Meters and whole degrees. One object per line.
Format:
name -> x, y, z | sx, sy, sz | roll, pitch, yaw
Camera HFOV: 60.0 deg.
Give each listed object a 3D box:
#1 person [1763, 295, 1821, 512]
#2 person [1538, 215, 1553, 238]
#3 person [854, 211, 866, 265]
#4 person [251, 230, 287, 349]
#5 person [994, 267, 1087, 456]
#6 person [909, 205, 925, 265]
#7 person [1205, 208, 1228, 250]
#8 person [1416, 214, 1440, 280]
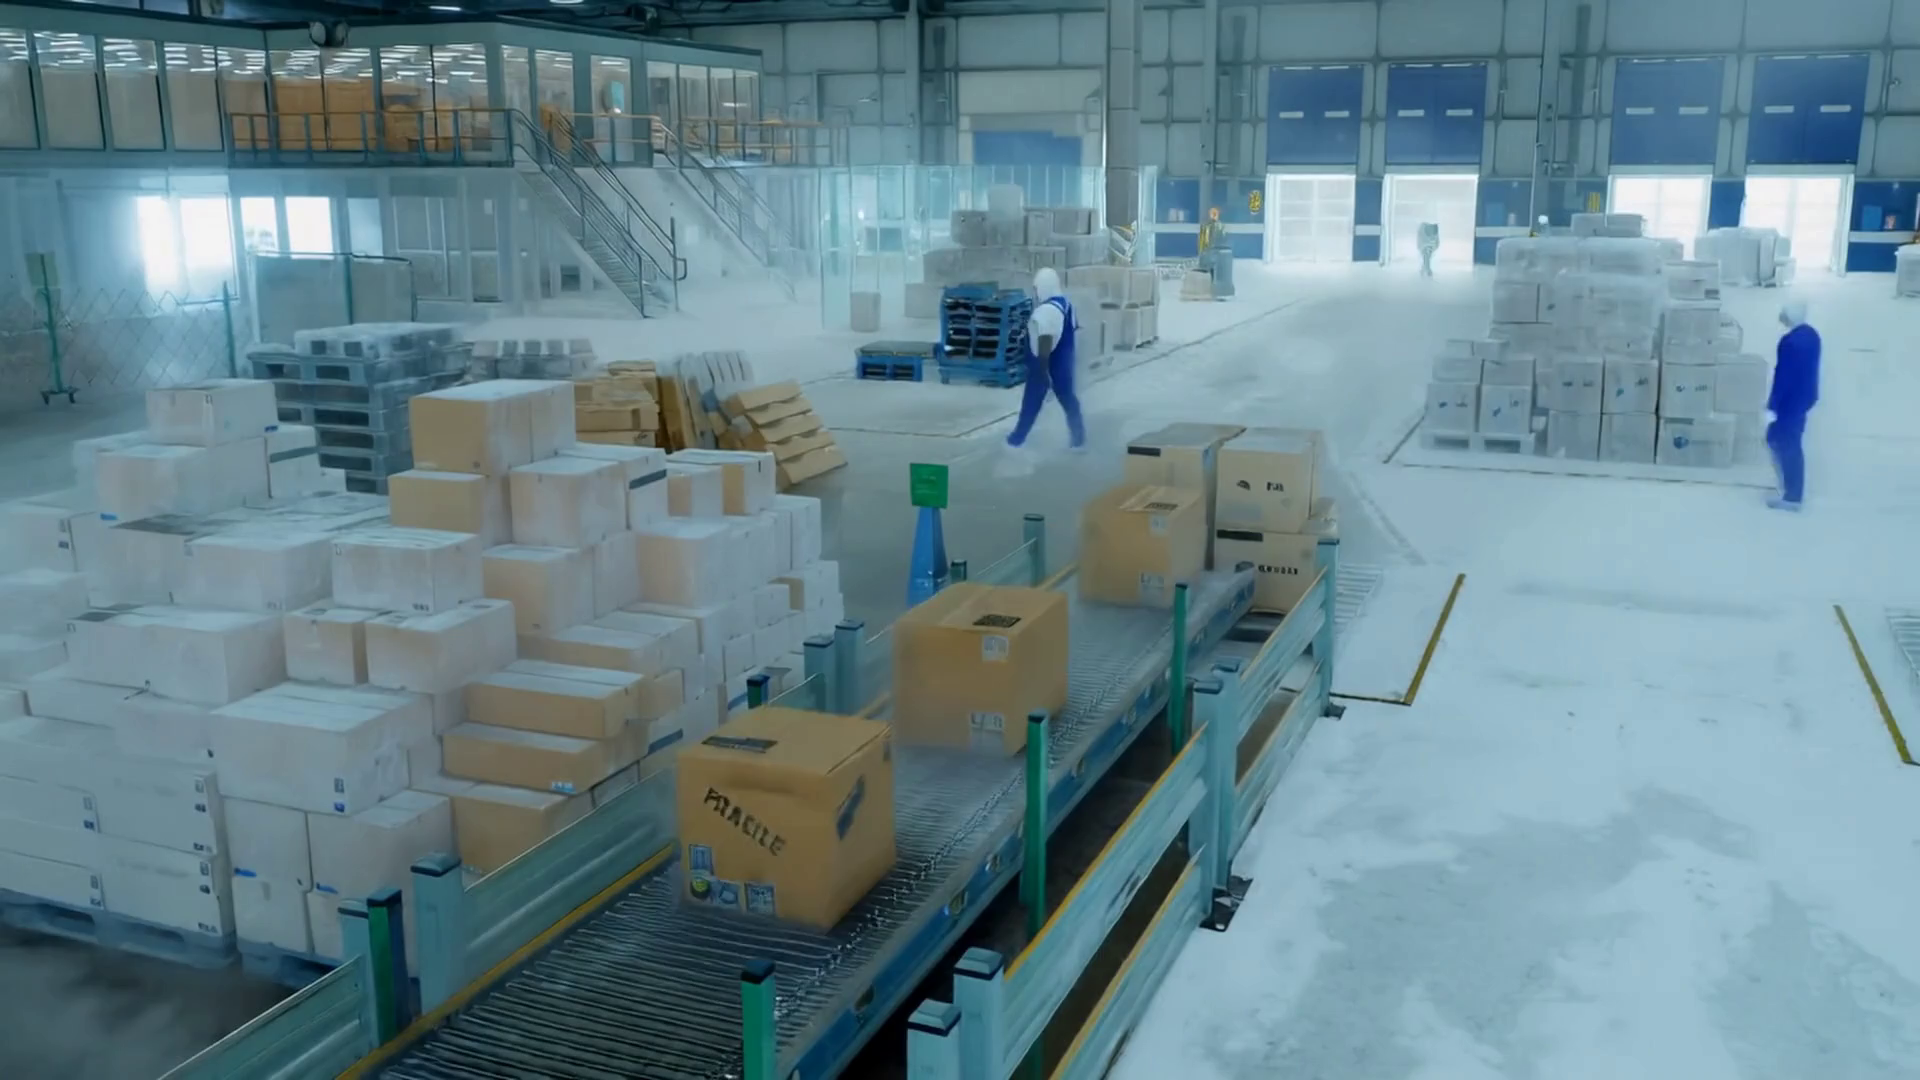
person -> 7.375, -1.202, 14.772 | 0.490, 1.921, 0.629 | 10, 16, 38
person -> 14.881, -7.316, 42.293 | 0.606, 1.884, 1.010 | -12, 17, -43
person -> -3.207, -9.685, 53.304 | 0.321, 1.696, 0.537 | 5, 14, 23
person -> -11.184, -3.992, 27.000 | 0.402, 2.036, 0.609 | 5, 14, 23
person -> 0.903, -1.896, 17.590 | 1.022, 2.000, 0.682 | 8, 15, 32
person -> -1.352, -9.763, 53.253 | 0.562, 1.885, 1.013 | -1, 13, -5
person -> 7.014, -8.100, 45.582 | 0.626, 1.969, 0.769 | 3, 13, 12
person -> 12.892, -8.022, 45.616 | 0.645, 1.791, 0.992 | -5, 14, -23
